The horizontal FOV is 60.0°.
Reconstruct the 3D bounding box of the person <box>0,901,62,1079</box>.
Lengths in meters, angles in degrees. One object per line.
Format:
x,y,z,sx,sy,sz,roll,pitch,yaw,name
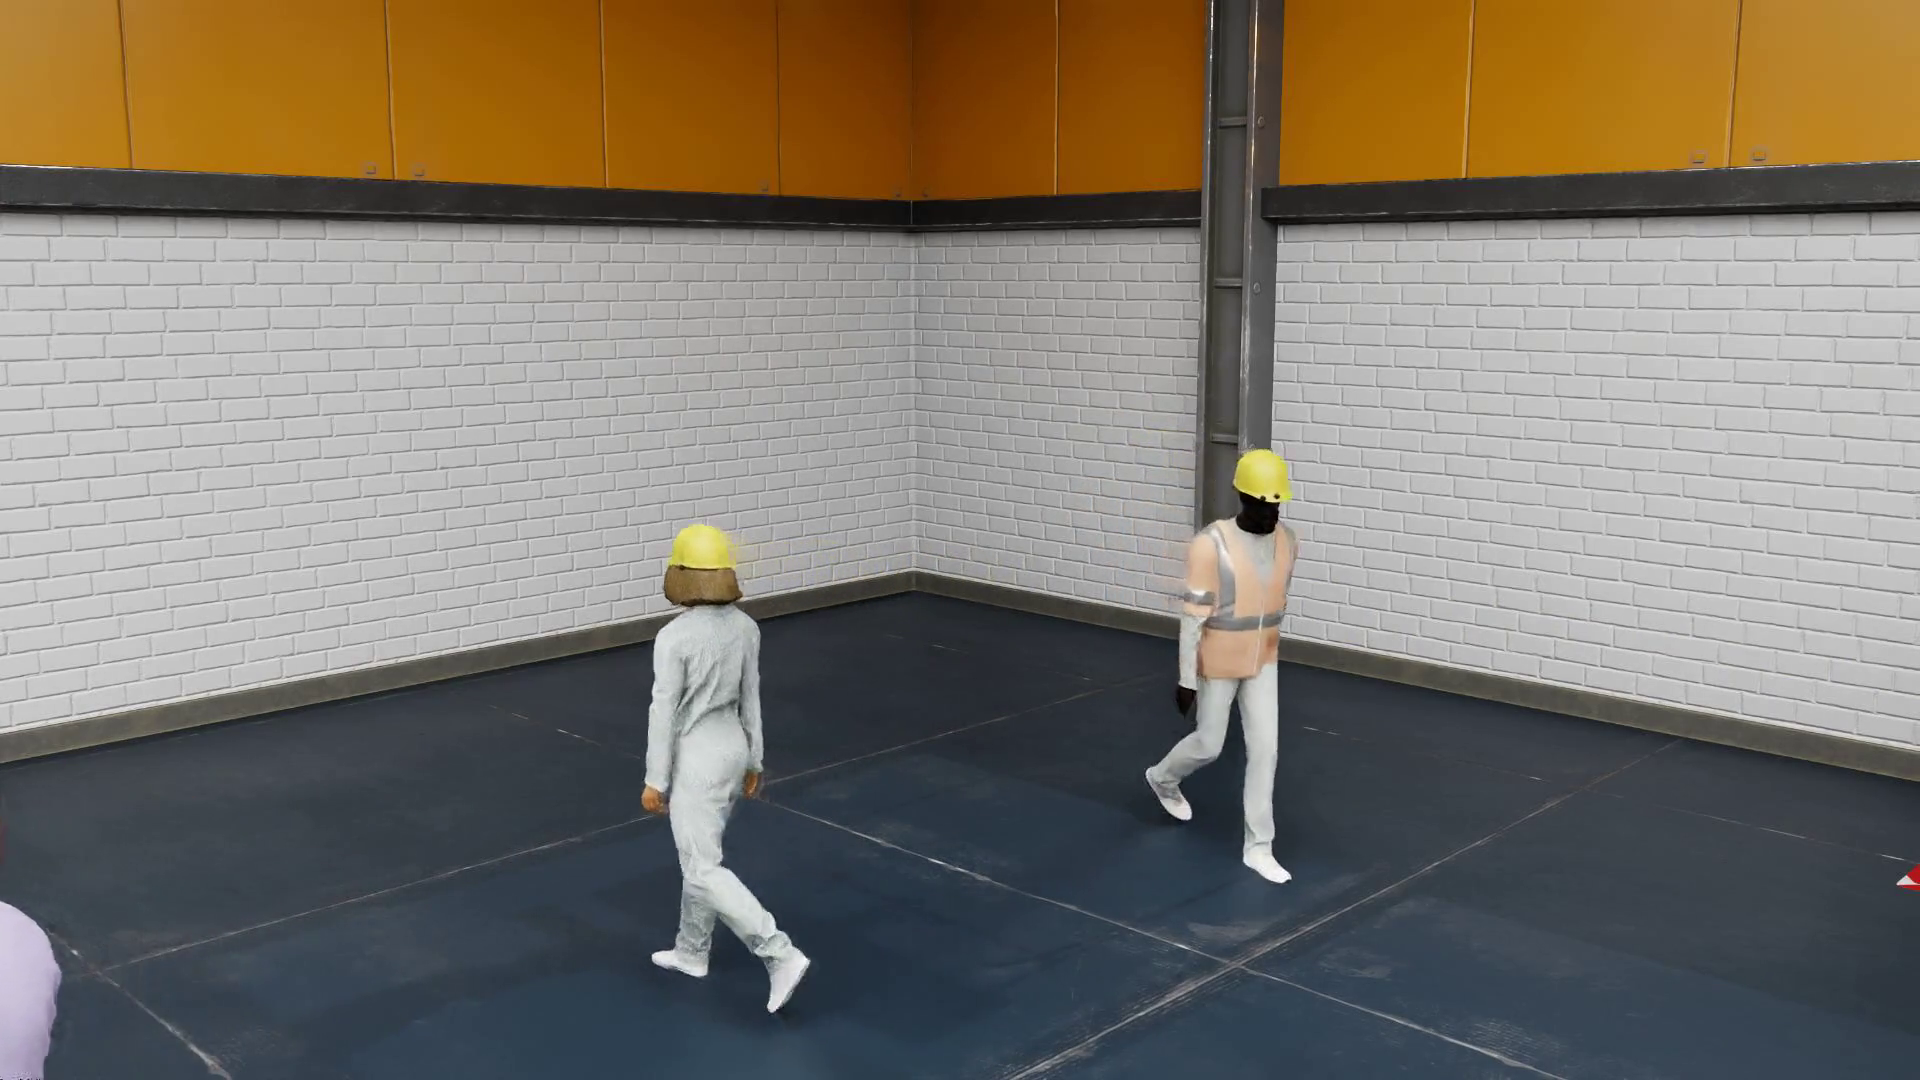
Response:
-1.670,1.249,2.611,0.430,1.891,0.655,1,9,6,person

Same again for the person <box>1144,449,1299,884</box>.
1.145,0.498,7.338,0.600,1.871,0.892,-5,10,-26,person

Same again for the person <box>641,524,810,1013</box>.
-0.841,0.801,5.895,0.762,1.717,0.489,5,11,30,person
